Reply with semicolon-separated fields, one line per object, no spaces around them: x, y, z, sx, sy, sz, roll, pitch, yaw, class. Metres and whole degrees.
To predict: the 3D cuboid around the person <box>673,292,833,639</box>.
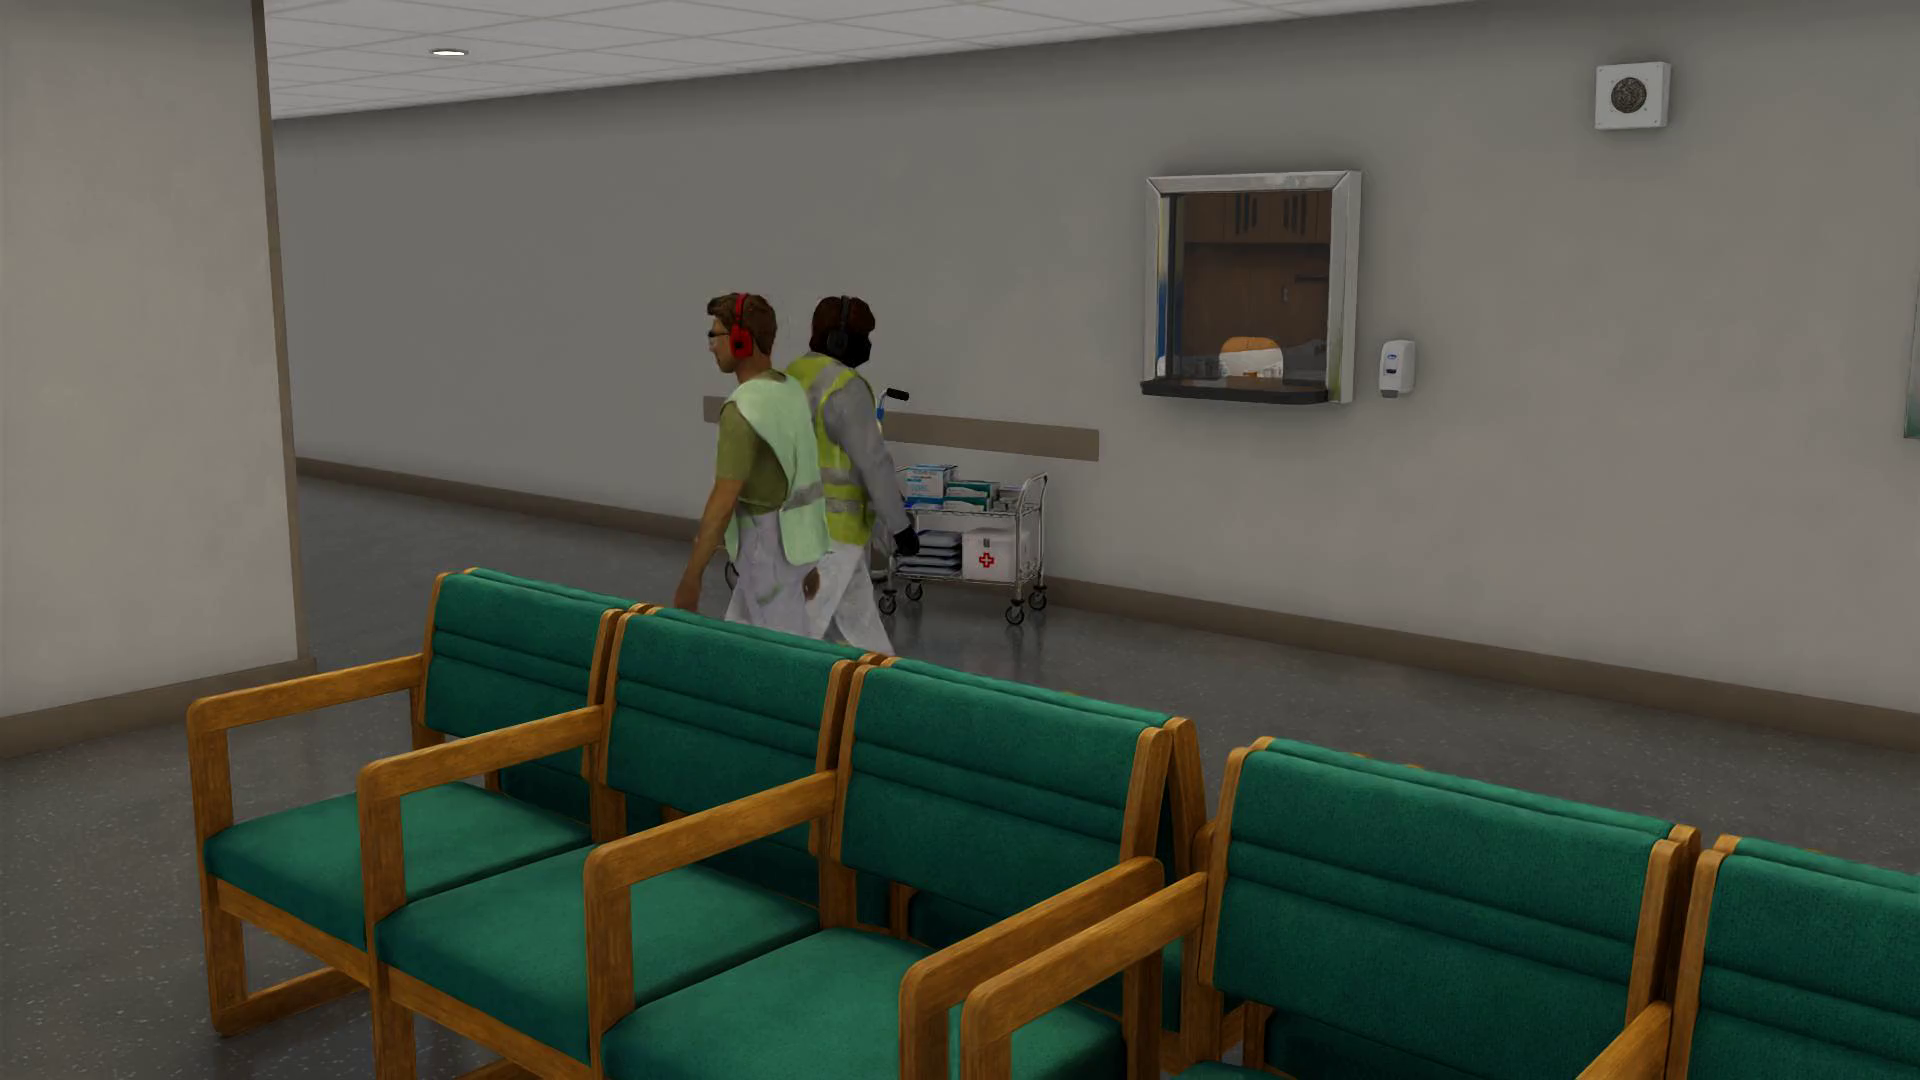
-0.795;0.077;5.640;0.953;1.797;0.581;1;10;7;person

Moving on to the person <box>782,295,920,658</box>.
-0.452;-0.062;6.541;0.960;1.776;0.607;-5;11;-24;person
